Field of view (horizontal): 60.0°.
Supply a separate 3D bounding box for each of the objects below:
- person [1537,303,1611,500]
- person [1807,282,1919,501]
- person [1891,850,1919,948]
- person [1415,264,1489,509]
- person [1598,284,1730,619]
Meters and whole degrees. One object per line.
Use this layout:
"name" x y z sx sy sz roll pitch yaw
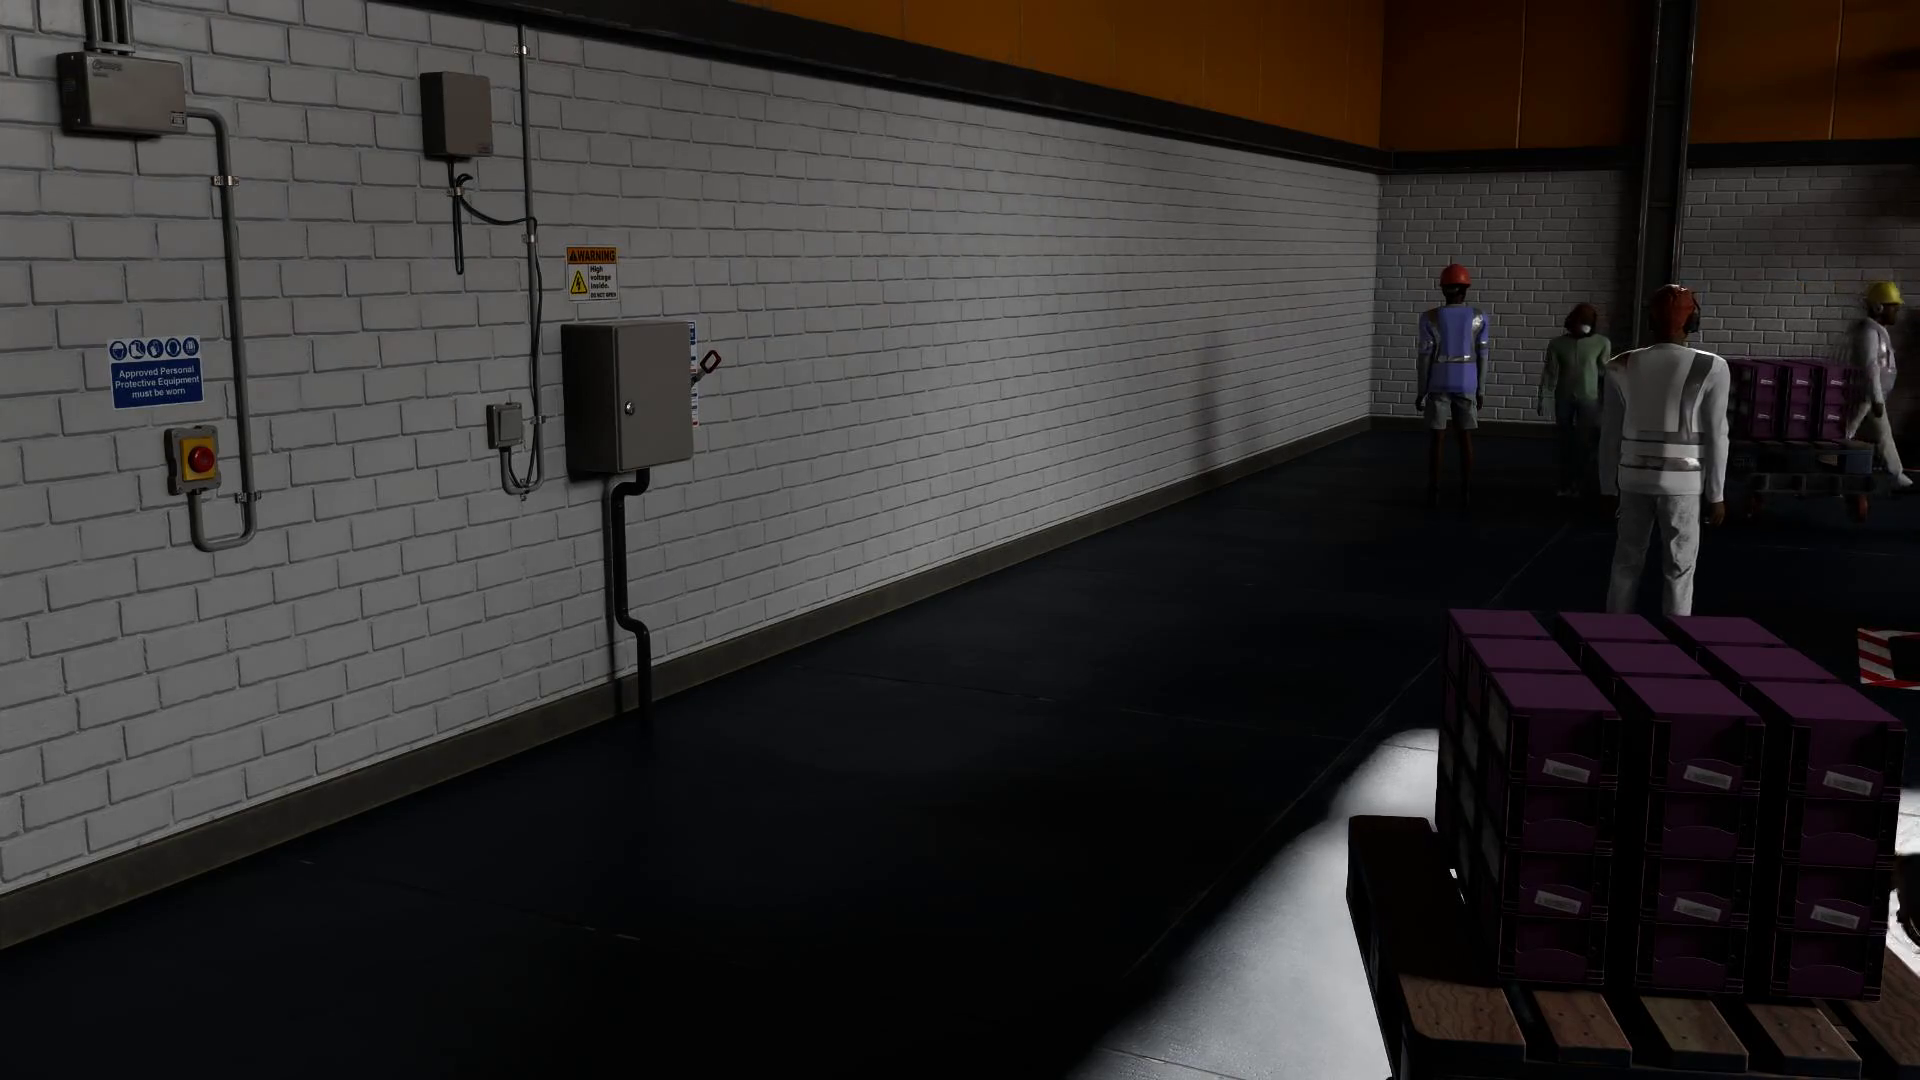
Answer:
"person" 5.012 -1.120 13.597 0.560 1.602 0.719 4 11 24
"person" 7.446 -1.197 13.558 0.936 1.778 0.615 7 12 35
"person" 2.993 0.284 4.429 0.731 1.973 0.645 8 13 40
"person" 3.887 -1.209 13.188 0.544 1.933 0.376 1 10 7
"person" 3.268 -0.244 7.769 0.580 1.879 0.346 10 14 44
